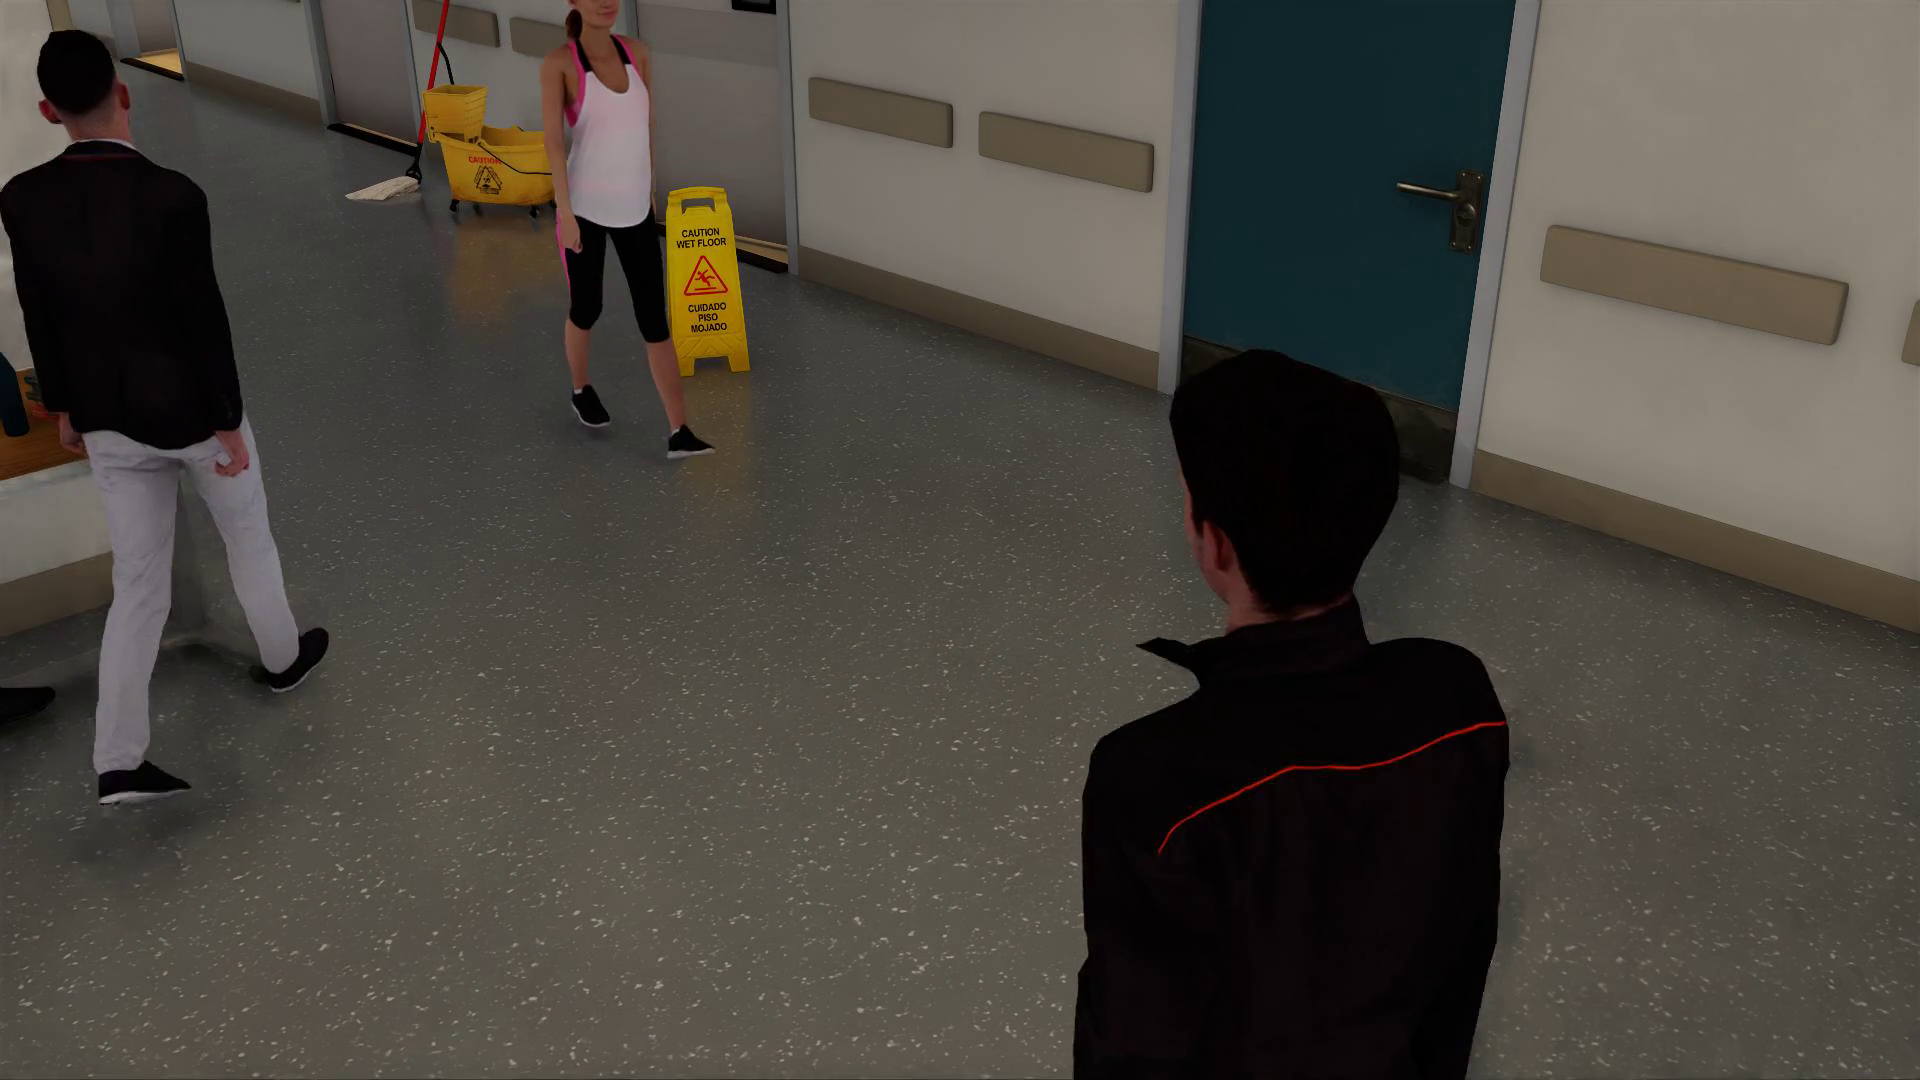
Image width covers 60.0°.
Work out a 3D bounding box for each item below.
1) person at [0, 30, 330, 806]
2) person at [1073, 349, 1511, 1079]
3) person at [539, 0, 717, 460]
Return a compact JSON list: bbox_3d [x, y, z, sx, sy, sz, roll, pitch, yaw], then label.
[{"bbox_3d":[-1.962,-0.220,3.946,1.246,1.796,1.265,2,26,4],"label":"person"},{"bbox_3d":[0.376,0.778,1.786,1.061,1.873,1.378,-9,27,-18],"label":"person"},{"bbox_3d":[-1.313,-1.152,5.950,0.712,1.733,1.171,-19,32,-34],"label":"person"}]
